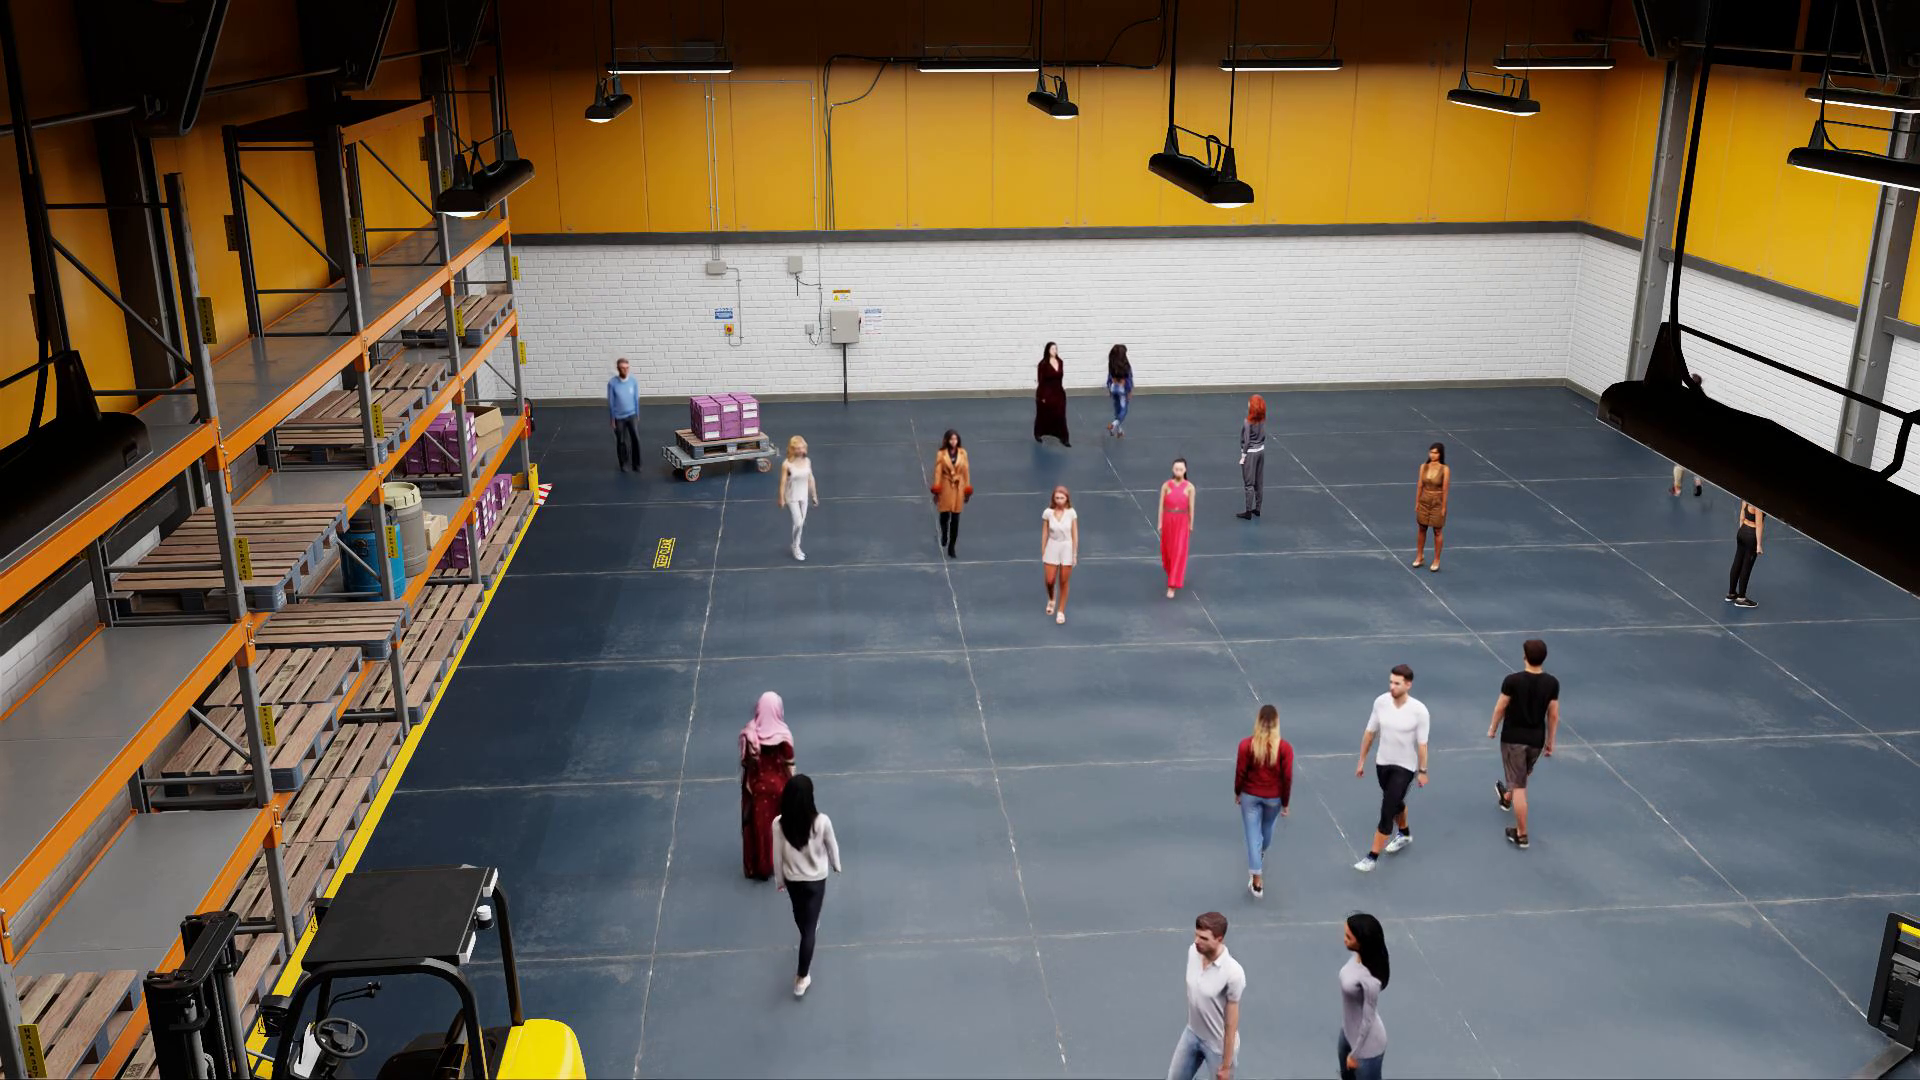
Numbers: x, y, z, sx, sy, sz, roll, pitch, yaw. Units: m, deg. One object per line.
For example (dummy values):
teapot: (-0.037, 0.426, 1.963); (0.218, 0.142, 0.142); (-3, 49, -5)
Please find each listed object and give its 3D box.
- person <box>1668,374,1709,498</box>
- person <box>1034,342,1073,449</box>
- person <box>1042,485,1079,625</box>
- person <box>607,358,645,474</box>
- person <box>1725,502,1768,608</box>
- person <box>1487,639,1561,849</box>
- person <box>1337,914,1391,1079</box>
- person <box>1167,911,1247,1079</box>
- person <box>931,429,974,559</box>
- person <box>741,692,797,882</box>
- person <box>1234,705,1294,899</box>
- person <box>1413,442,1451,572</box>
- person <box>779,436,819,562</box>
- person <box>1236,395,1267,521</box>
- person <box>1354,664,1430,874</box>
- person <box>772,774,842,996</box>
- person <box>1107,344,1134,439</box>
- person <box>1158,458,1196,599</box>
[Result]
person: (10.629, -1.474, 24.126); (0.676, 1.845, 0.895); (-1, 19, -2)
person: (1.393, -2.336, 26.915); (1.023, 1.698, 1.243); (-12, 22, -32)
person: (1.185, 0.132, 19.606); (0.613, 1.685, 0.674); (1, 19, 3)
person: (-5.189, -1.928, 25.562); (0.808, 1.789, 0.945); (-8, 20, -22)
person: (9.527, -0.012, 20.100); (0.616, 1.643, 0.429); (-2, 19, -7)
person: (4.927, 1.796, 14.460); (0.658, 1.815, 1.131); (-2, 19, -6)
person: (2.565, 3.156, 10.555); (0.921, 1.730, 0.701); (1, 19, 3)
person: (1.653, 3.132, 10.465); (0.855, 1.834, 0.774); (-14, 23, -35)
person: (-0.130, -0.634, 21.838); (0.740, 1.712, 0.754); (-3, 19, -9)
person: (-1.618, 2.074, 13.939); (0.695, 1.621, 0.793); (-2, 19, -5)
person: (2.490, 2.168, 13.711); (0.694, 1.589, 1.106); (1, 19, 3)
person: (6.049, -0.439, 21.300); (0.631, 1.686, 0.689); (15, 24, 37)
person: (-2.177, -0.582, 21.780); (0.771, 1.651, 0.828); (-17, 25, -41)
person: (4.113, -1.173, 23.335); (0.662, 1.779, 0.680); (-14, 23, -36)
person: (3.755, 1.901, 14.163); (1.214, 1.807, 1.227); (-17, 25, -41)
person: (-1.169, 2.585, 12.375); (0.809, 1.652, 1.162); (3, 19, 9)
person: (2.586, -2.413, 27.289); (0.896, 1.604, 0.997); (10, 21, 28)
person: (2.660, -0.182, 20.530); (0.839, 1.690, 1.174); (5, 19, 14)
